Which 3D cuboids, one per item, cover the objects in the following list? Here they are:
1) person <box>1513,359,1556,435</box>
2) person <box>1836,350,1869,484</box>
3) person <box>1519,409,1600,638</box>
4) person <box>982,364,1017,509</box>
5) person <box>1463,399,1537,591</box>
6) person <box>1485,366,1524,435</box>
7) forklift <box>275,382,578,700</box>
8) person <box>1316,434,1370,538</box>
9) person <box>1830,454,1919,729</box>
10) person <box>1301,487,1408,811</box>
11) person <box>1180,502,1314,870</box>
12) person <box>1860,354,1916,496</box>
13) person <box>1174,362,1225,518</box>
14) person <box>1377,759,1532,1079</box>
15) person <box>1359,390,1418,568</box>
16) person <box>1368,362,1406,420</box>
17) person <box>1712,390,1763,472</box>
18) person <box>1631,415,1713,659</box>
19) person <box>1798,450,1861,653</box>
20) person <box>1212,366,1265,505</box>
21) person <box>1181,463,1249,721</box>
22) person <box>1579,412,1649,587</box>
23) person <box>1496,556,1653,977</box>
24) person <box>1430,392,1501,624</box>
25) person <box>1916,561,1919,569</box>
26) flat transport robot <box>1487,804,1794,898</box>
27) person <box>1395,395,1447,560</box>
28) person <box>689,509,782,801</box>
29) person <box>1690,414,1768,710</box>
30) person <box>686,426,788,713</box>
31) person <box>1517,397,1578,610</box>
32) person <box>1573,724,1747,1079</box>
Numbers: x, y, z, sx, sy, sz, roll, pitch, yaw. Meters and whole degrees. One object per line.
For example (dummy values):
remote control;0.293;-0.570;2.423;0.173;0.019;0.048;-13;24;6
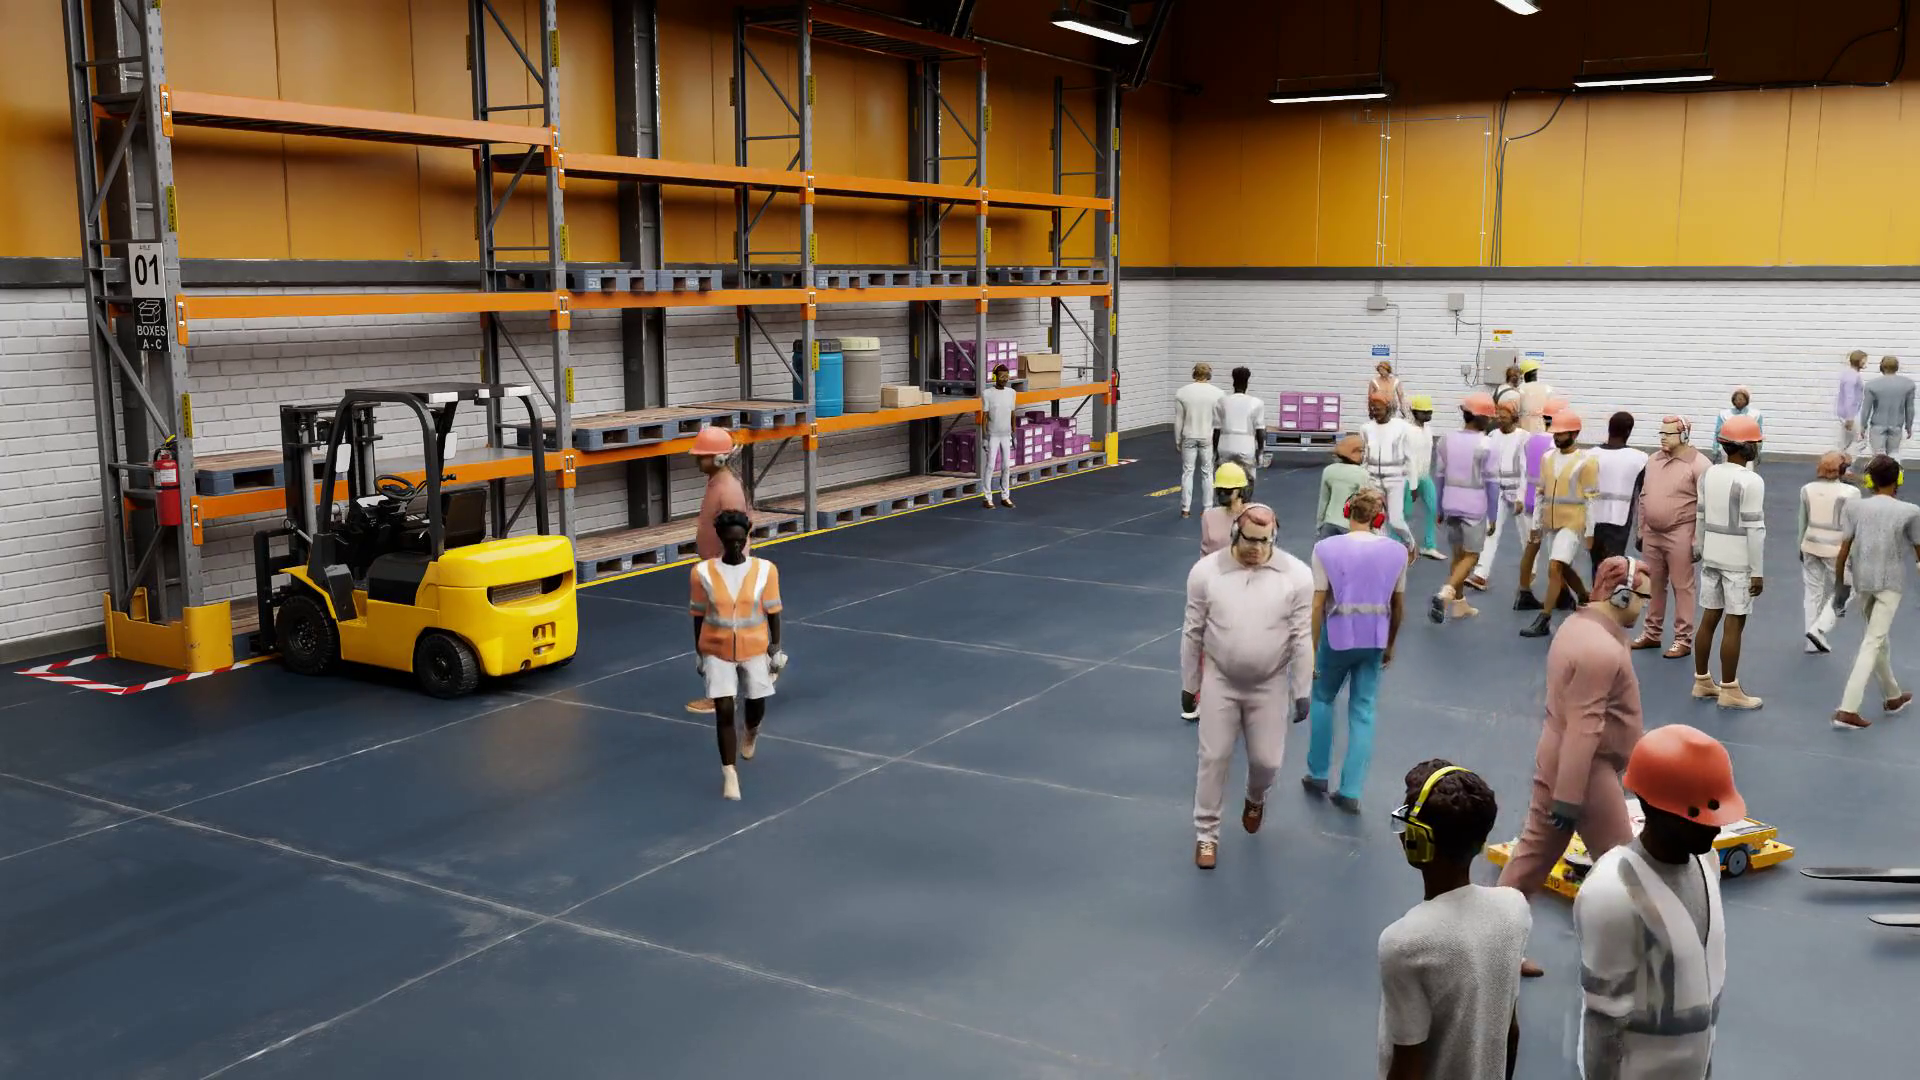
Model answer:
person;7.504;-1.428;21.856;0.594;1.892;0.510;0;9;-1
person;12.791;-1.749;23.740;0.515;1.925;0.654;4;10;26
person;5.087;-0.155;13.904;0.943;1.903;0.557;-5;10;-27
person;0.507;-1.323;21.314;0.515;1.861;0.320;-5;10;-27
person;5.219;-0.423;15.812;1.024;1.831;0.597;-7;11;-36
person;7.137;-1.375;21.767;0.636;1.809;0.544;-2;9;-10
forklift;-3.974;-0.067;12.417;2.313;2.155;1.214;5;11;30
person;3.333;-0.115;14.498;0.379;1.611;0.584;-8;12;-40
person;6.171;0.337;11.123;1.027;1.804;0.549;-5;11;-31
person;2.210;0.593;9.479;0.589;1.807;0.727;-1;9;-7
person;1.463;0.712;8.535;0.685;1.876;0.601;1;9;8
person;12.444;-1.527;22.363;0.653;1.926;0.432;2;9;11
person;2.938;-1.220;20.444;0.632;1.934;0.374;2;9;12
person;1.136;1.443;4.001;0.538;1.869;0.312;-7;11;-37
person;4.276;-0.558;16.511;0.632;1.862;0.606;8;12;42
person;6.757;-2.007;26.301;0.544;1.603;0.763;1;9;4
person;9.411;-1.014;20.159;0.548;1.593;0.834;4;10;26
person;5.574;-0.030;13.080;0.403;1.906;0.651;-4;10;-26
person;6.838;0.103;13.096;0.361;1.624;0.541;-5;10;-28
person;3.212;-1.033;19.225;0.620;1.946;0.436;3;10;17
person;1.761;0.363;11.110;0.546;1.740;0.719;8;12;40
person;5.474;-0.145;13.958;0.585;1.853;1.024;7;12;38
person;2.661;0.982;6.976;0.999;1.841;0.696;2;9;11
person;4.281;-0.257;14.217;0.808;2.015;0.603;-8;12;-40
person;9.808;-0.442;16.056;0.606;1.782;0.978;-5;11;-31
flat transport robot;3.450;1.532;8.420;1.431;0.197;0.652;-4;10;-25
person;4.840;-0.637;17.384;0.532;1.745;0.671;-7;12;-38
person;-1.307;0.629;9.703;0.533;1.679;0.647;-1;9;-9
person;5.353;0.149;11.528;0.370;2.048;0.607;-2;9;-14
person;-1.551;0.199;11.427;0.651;1.980;0.625;-3;10;-19
person;5.313;-0.313;14.847;0.722;1.914;0.546;-4;10;-23
person;1.735;1.371;4.365;0.553;1.907;0.746;-8;12;-39
